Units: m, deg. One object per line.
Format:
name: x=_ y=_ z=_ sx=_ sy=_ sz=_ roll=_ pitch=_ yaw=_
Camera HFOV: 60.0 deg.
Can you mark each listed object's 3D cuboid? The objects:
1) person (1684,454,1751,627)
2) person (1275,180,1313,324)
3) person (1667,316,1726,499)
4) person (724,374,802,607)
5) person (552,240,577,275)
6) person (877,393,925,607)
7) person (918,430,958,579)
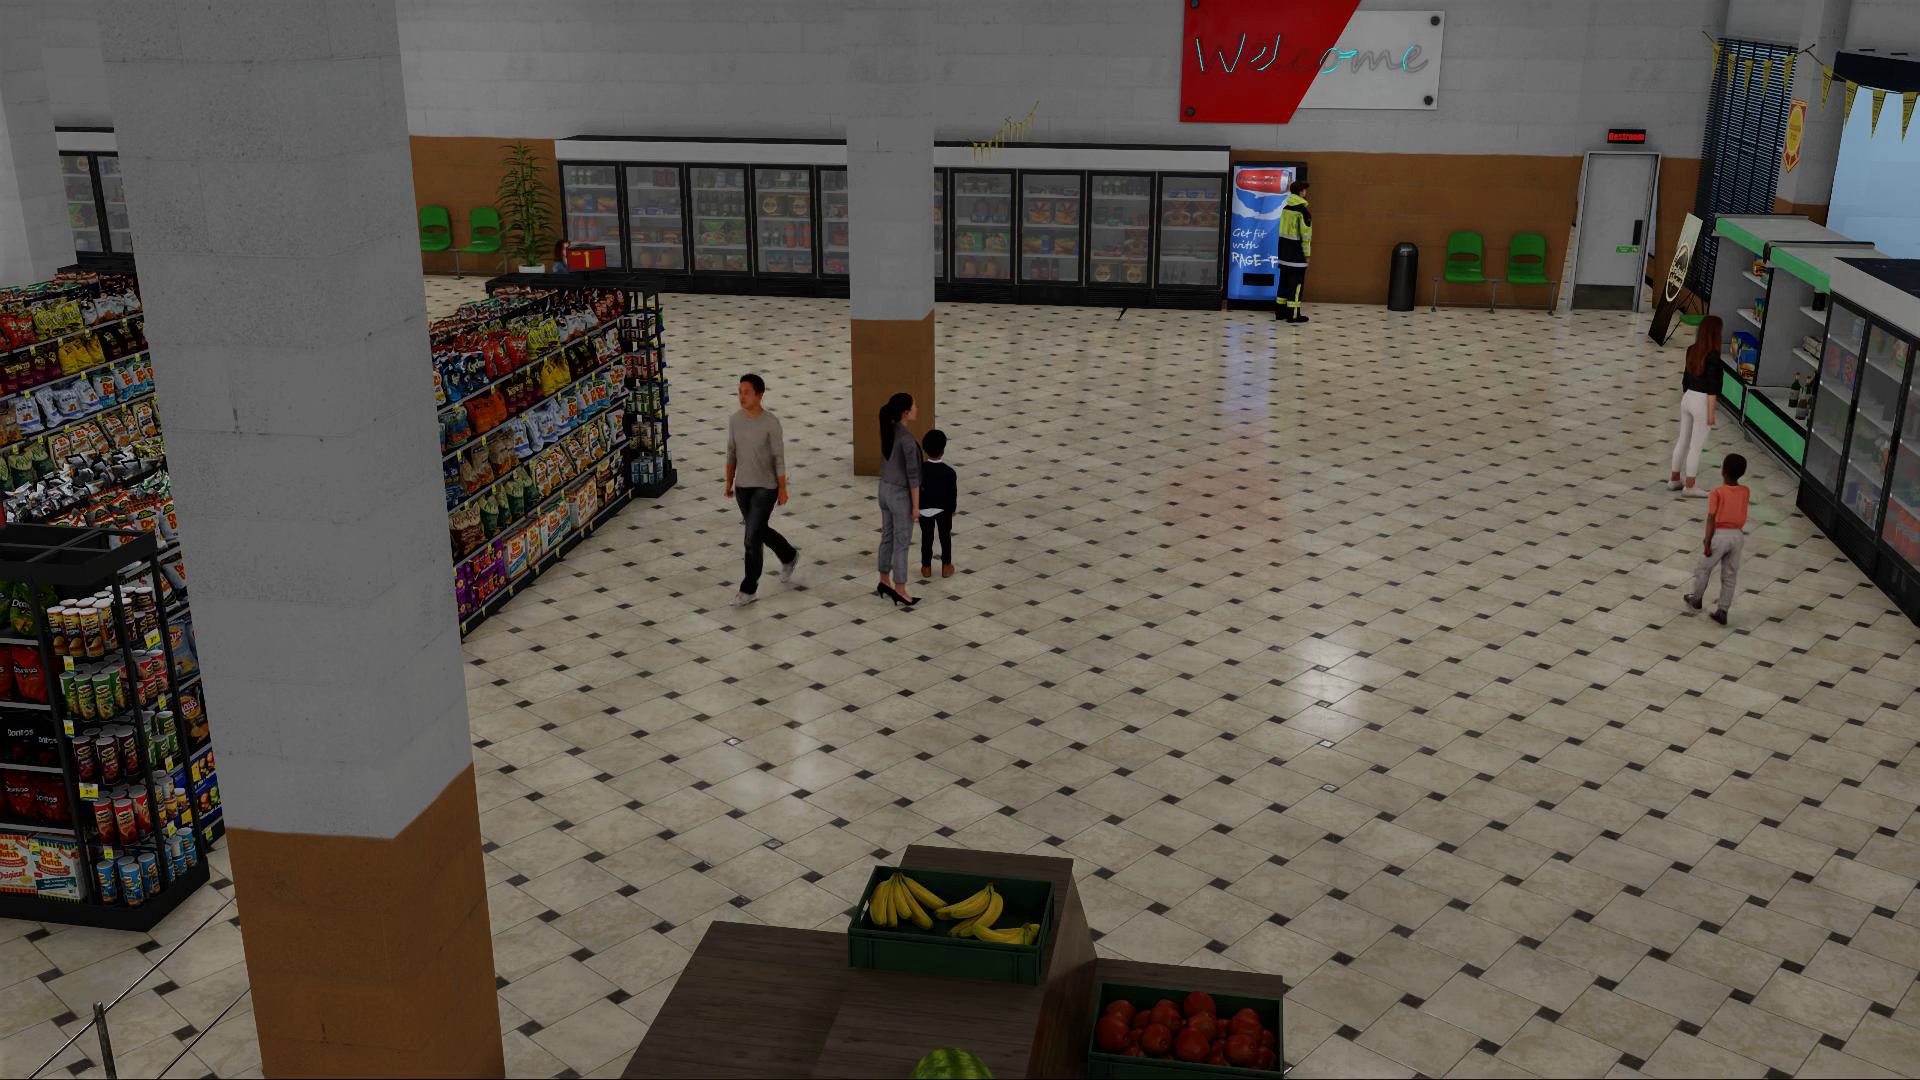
person: x=5.744 y=0.017 z=12.426 sx=0.540 sy=1.291 sz=0.778 roll=1 pitch=19 yaw=3
person: x=4.725 y=-4.091 z=23.526 sx=0.934 sy=1.982 sz=0.823 roll=-8 pitch=20 yaw=-24
person: x=6.908 y=-1.259 z=15.565 sx=0.723 sy=1.702 sz=0.574 roll=-3 pitch=19 yaw=-10
person: x=-1.518 y=-0.419 z=12.950 sx=0.938 sy=1.781 sz=1.202 roll=12 pitch=22 yaw=32
person: x=-5.118 y=-3.133 z=21.490 sx=0.759 sy=1.468 sz=0.713 roll=12 pitch=22 yaw=31
person: x=-0.488 y=-0.316 z=12.815 sx=0.769 sy=1.673 sz=0.709 roll=-13 pitch=22 yaw=-33
person: x=-0.200 y=-0.297 z=13.456 sx=0.523 sy=1.227 sz=0.515 roll=1 pitch=19 yaw=3
